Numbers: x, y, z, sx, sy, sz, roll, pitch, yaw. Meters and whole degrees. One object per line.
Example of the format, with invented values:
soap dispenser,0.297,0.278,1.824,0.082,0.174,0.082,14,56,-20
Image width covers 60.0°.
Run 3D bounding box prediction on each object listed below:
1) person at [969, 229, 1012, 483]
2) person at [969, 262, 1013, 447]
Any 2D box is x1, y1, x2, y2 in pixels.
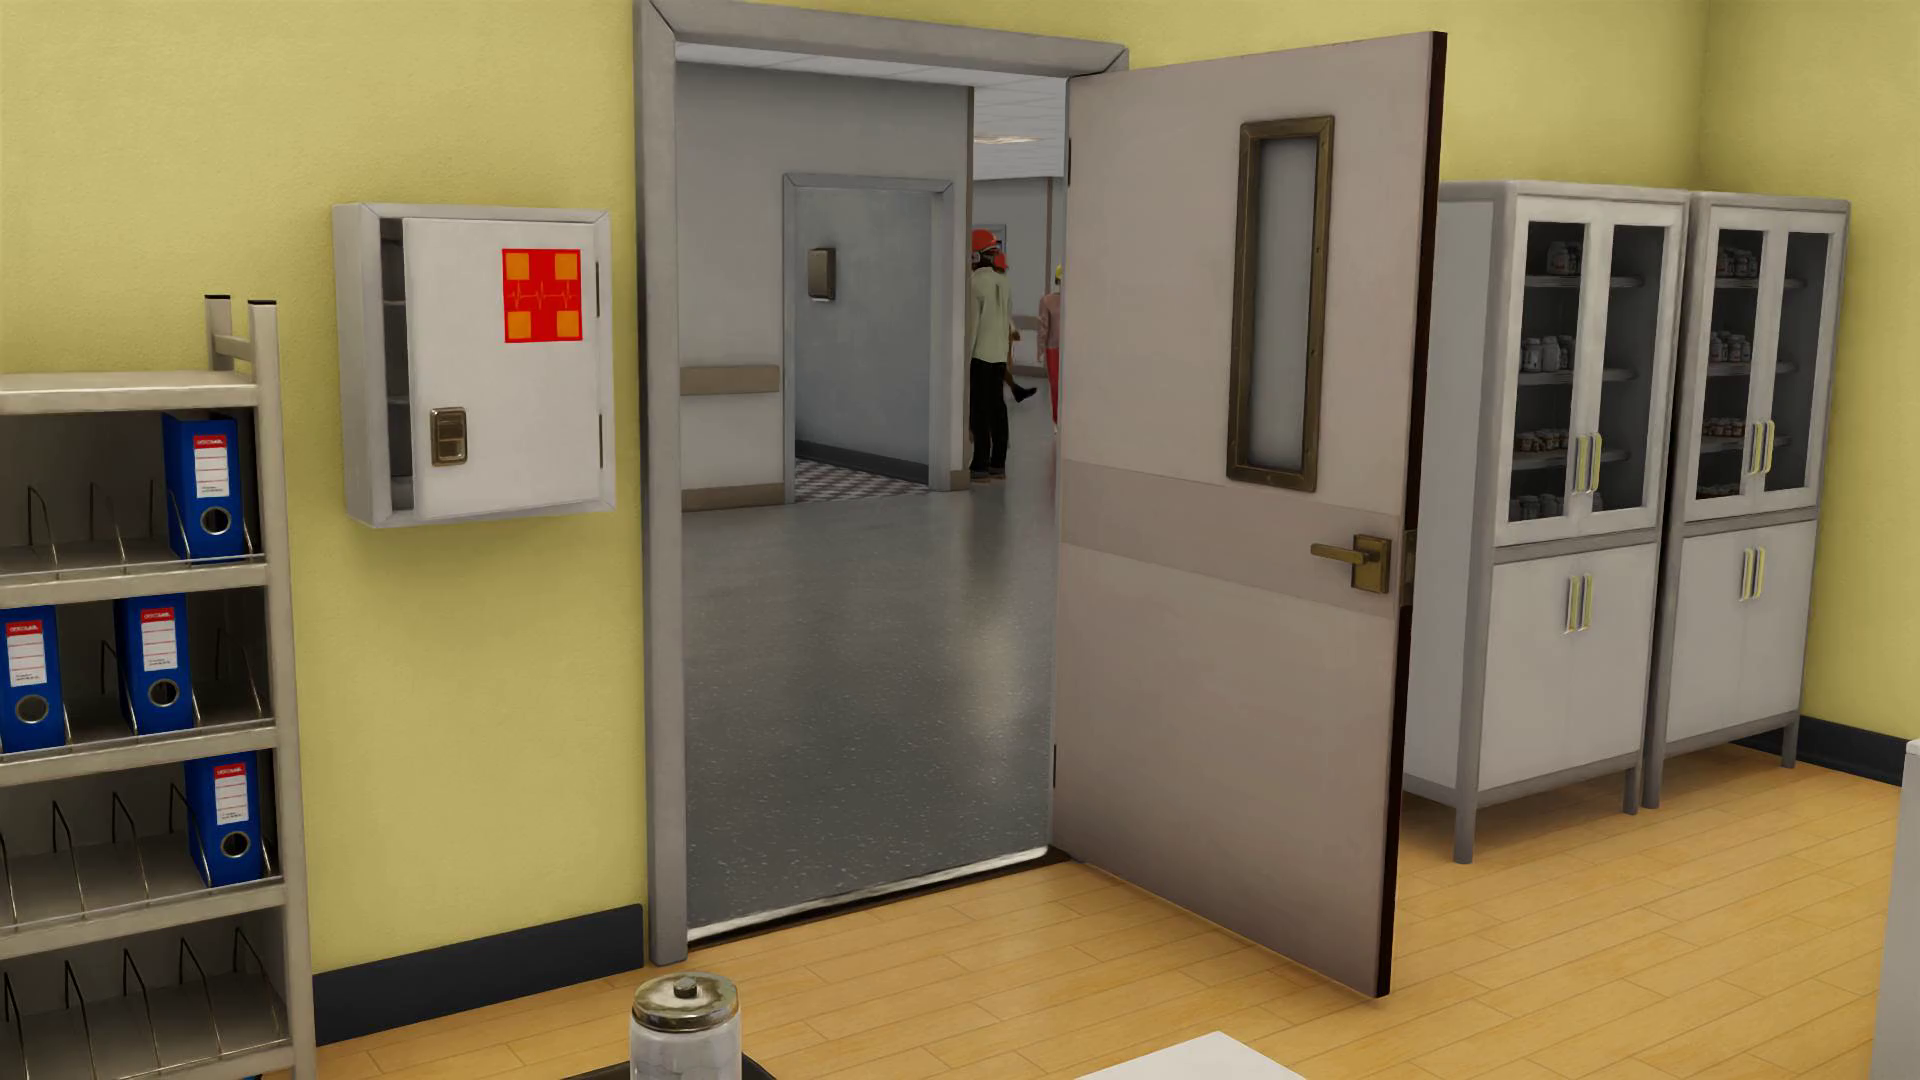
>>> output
person,0.172,-1.446,13.152,0.392,1.995,0.612,7,11,34
person,0.210,-1.799,15.872,0.519,1.793,0.957,-7,12,-39
